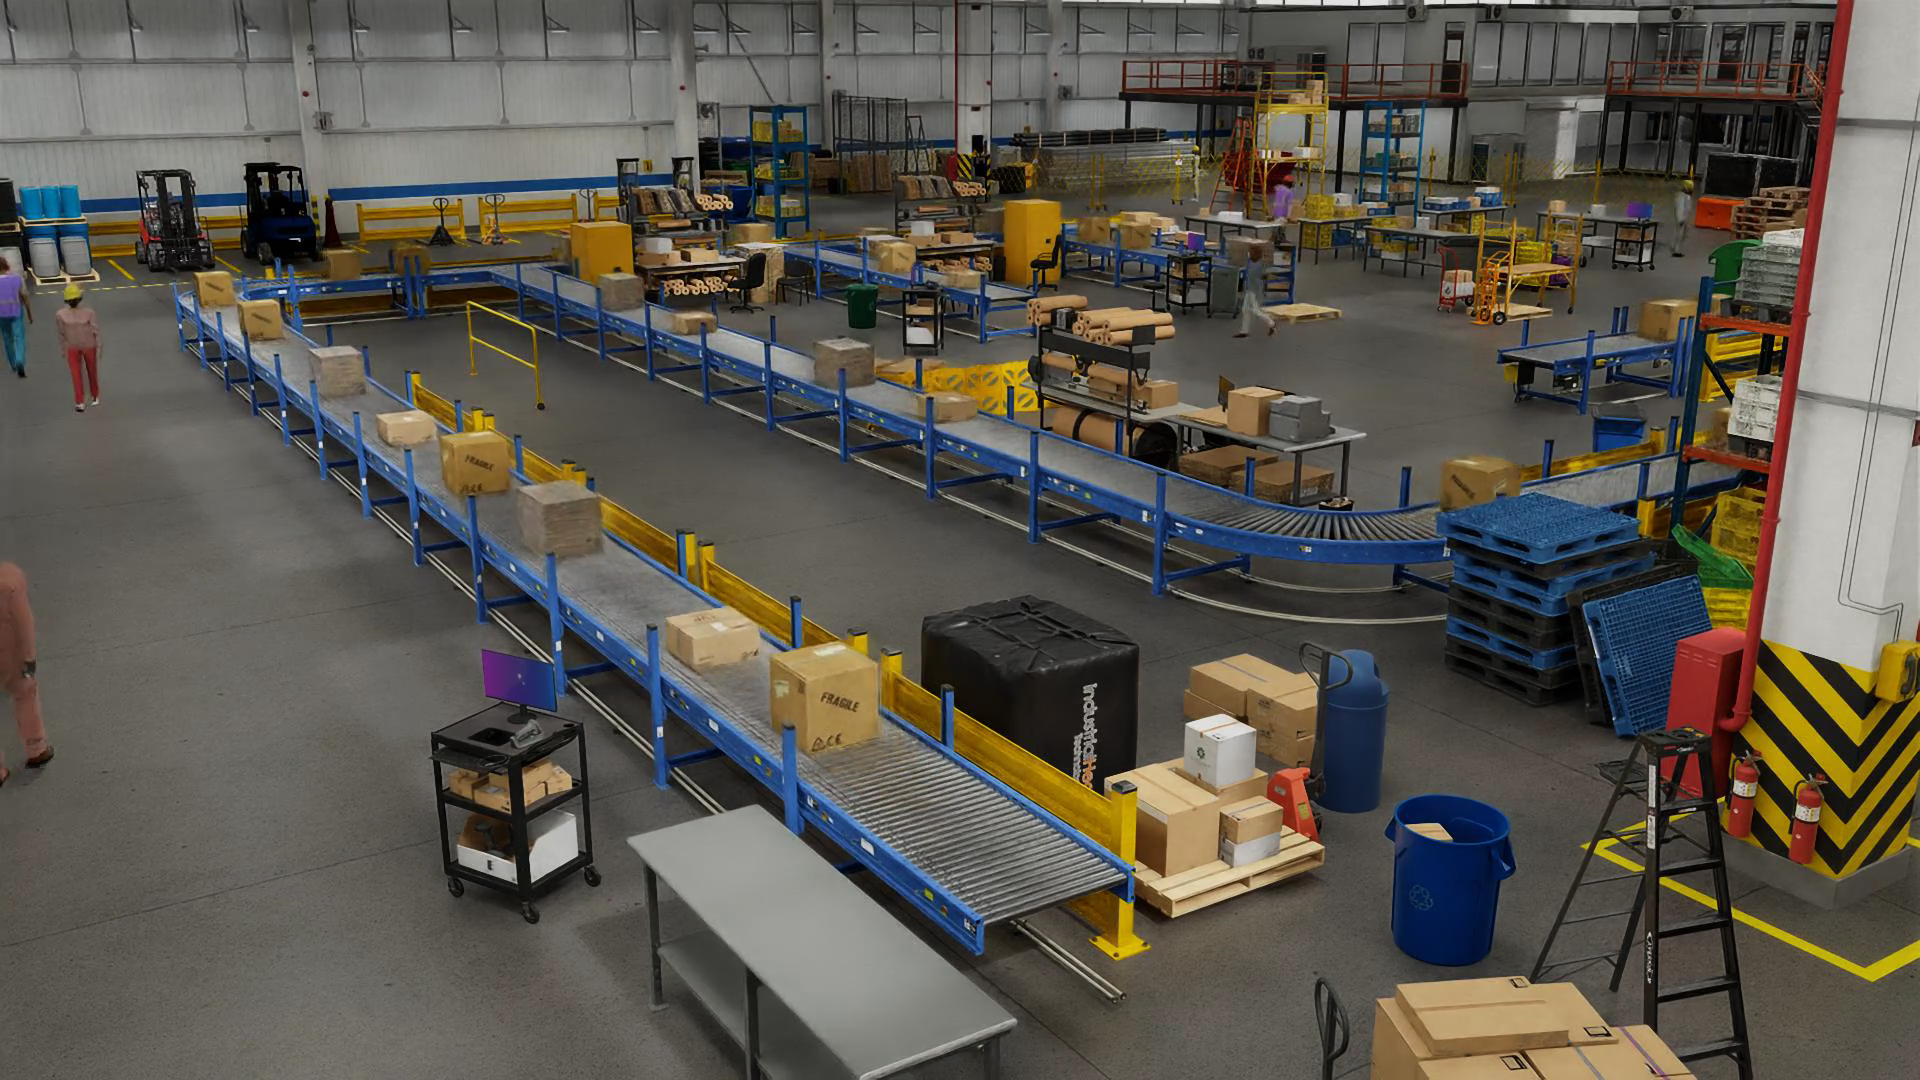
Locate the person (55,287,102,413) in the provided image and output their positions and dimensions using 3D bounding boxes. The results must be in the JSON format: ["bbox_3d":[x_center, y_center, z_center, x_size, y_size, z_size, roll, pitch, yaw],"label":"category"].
[{"bbox_3d":[-12.159,-2.652,23.012,0.542,1.712,0.903,-6,18,-20],"label":"person"}]

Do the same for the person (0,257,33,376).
[{"bbox_3d":[-14.529,-3.421,25.414,0.574,1.818,0.839,-6,18,-20],"label":"person"}]

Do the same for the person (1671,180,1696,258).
[{"bbox_3d":[17.045,-7.570,39.212,0.419,1.816,0.606,15,22,40],"label":"person"}]

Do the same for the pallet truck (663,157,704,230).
[{"bbox_3d":[-7.586,-9.308,44.692,0.823,1.965,1.885,-11,20,-33],"label":"pallet truck"}]

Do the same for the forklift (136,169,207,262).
[{"bbox_3d":[-17.842,-7.318,37.559,1.157,1.987,2.680,-10,20,-31],"label":"forklift"}]

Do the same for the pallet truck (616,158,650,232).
[{"bbox_3d":[-8.918,-9.176,44.255,0.823,1.965,1.885,-9,19,-27],"label":"pallet truck"}]

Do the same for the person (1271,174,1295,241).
[{"bbox_3d":[7.676,-7.845,40.044,0.904,1.889,0.565,-7,18,-23],"label":"person"}]

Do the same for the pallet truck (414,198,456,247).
[{"bbox_3d":[-13.250,-8.060,41.856,0.680,1.201,1.601,-10,20,-31],"label":"pallet truck"}]

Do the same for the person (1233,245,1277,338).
[{"bbox_3d":[5.104,-4.263,28.570,0.673,1.614,0.503,-2,17,-7],"label":"person"}]

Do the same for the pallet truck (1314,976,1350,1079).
[{"bbox_3d":[2.299,2.390,7.086,1.601,1.201,0.680,-2,17,-7],"label":"pallet truck"}]

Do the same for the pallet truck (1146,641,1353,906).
[{"bbox_3d":[1.664,1.407,10.232,1.630,1.274,0.653,-10,20,-31],"label":"pallet truck"}]

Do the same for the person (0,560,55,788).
[{"bbox_3d":[-6.671,0.741,11.459,0.648,1.885,0.727,-5,17,-17],"label":"person"}]

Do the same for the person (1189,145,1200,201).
[{"bbox_3d":[7.499,-11.711,53.125,0.307,1.743,0.494,4,17,14],"label":"person"}]

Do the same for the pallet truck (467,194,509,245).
[{"bbox_3d":[-11.983,-8.177,42.137,0.704,1.261,1.522,-11,20,-33],"label":"pallet truck"}]

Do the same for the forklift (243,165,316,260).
[{"bbox_3d":[-15.898,-7.669,38.708,1.157,1.987,2.680,-11,20,-33],"label":"forklift"}]

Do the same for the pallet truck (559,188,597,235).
[{"bbox_3d":[-10.010,-8.652,43.699,0.653,1.274,1.630,-10,20,-31],"label":"pallet truck"}]
